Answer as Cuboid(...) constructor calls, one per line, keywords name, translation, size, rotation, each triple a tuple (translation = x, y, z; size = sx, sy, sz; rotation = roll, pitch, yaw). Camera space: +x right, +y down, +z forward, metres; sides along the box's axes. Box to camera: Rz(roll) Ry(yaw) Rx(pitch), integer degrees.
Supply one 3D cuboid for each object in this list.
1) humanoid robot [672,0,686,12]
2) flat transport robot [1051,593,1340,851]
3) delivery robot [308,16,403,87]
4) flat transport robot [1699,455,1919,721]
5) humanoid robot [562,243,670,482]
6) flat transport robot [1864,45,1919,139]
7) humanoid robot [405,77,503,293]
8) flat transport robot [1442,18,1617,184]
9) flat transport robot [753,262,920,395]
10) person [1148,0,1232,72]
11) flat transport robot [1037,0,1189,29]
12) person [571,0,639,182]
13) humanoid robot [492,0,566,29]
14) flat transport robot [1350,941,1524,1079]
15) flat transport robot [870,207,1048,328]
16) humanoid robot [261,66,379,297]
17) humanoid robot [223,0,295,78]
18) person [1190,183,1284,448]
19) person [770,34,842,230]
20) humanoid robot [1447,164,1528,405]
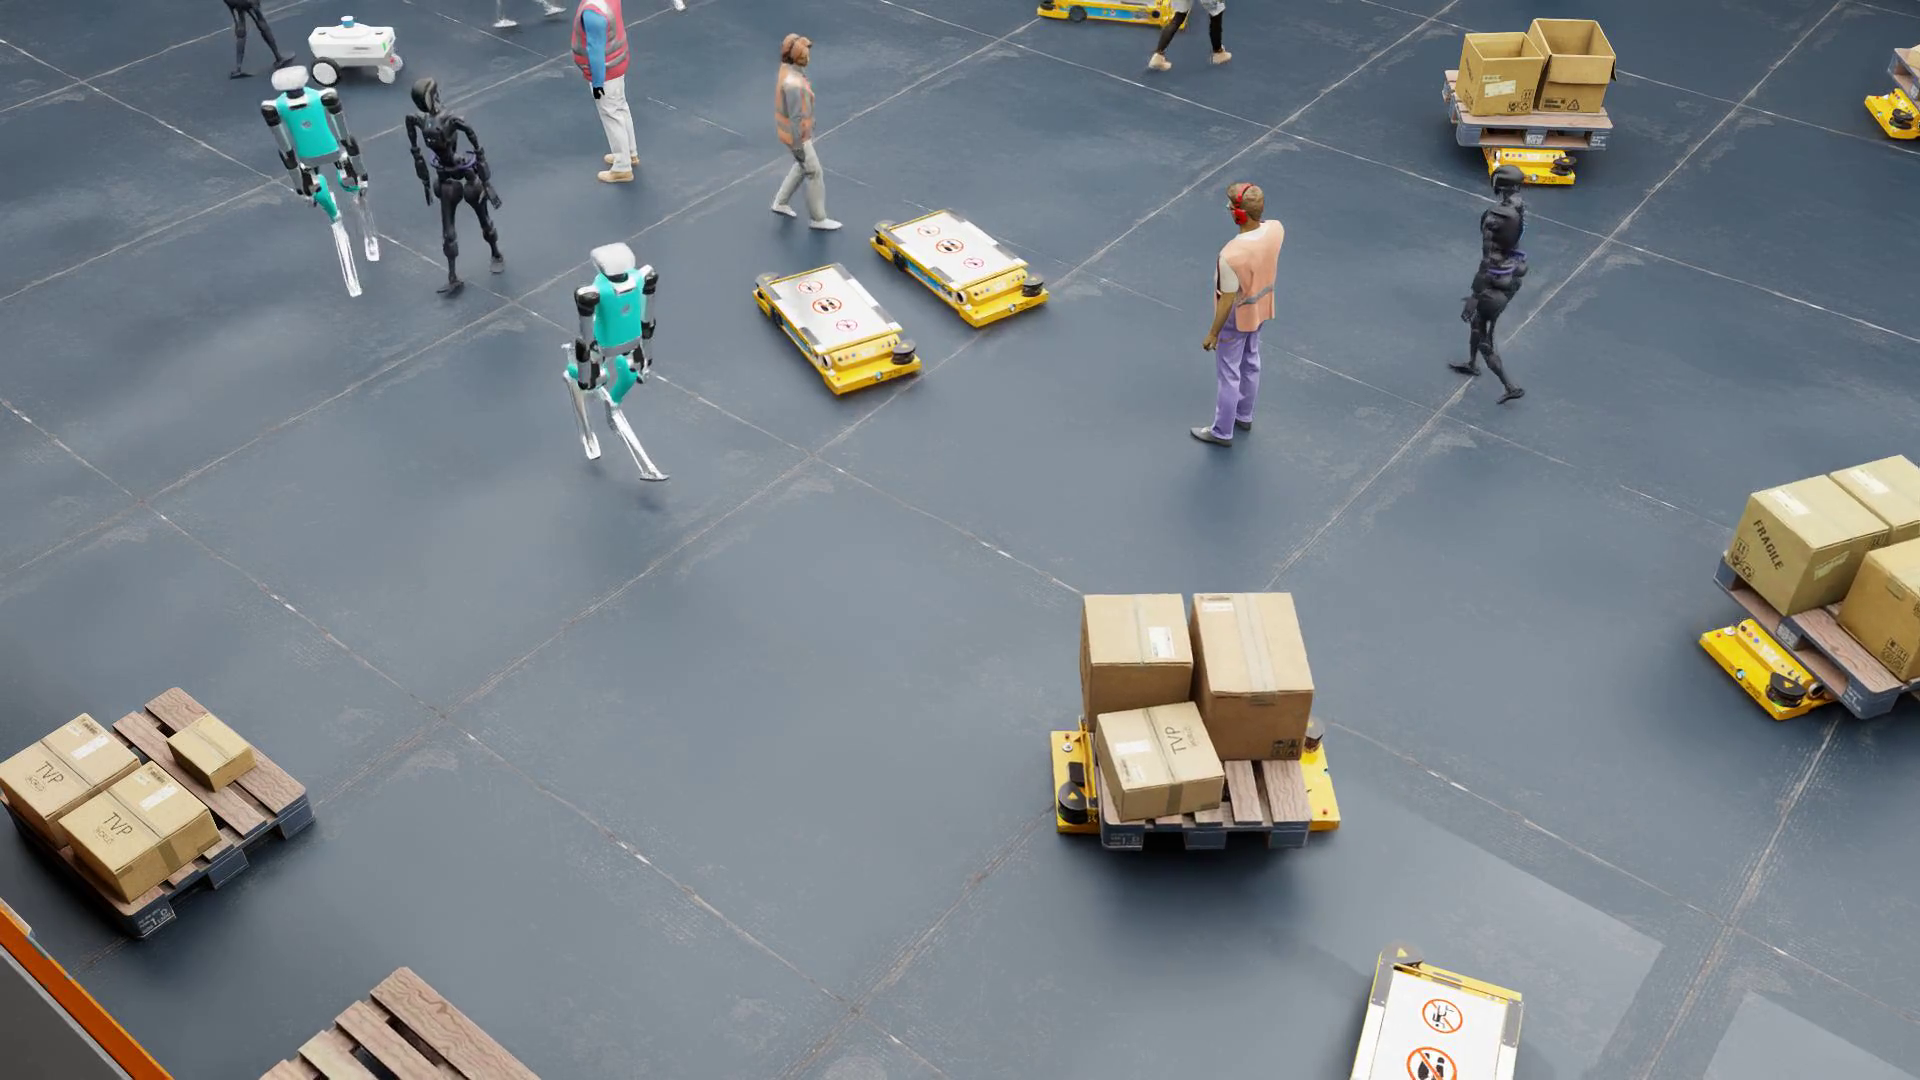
Cuboid(name="humanoid robot", translation=(-2.852, -6.053, 16.037), size=(0.557, 1.736, 0.933), rotation=(-20, 44, -22))
Cuboid(name="flat transport robot", translation=(1.207, 1.214, 8.650), size=(1.431, 0.231, 0.659), rotation=(-1, 40, -1))
Cuboid(name="delivery robot", translation=(-5.509, -4.445, 15.092), size=(0.801, 0.602, 0.499), rotation=(0, 40, 0))
Cuboid(name="flat transport robot", translation=(5.000, 0.572, 9.405), size=(1.431, 0.231, 0.659), rotation=(-13, 42, -15))
Cuboid(name="humanoid robot", translation=(-2.207, -1.133, 10.291), size=(0.554, 1.727, 1.021), rotation=(-30, 49, -30))
Cuboid(name="flat transport robot", translation=(8.708, -3.689, 14.418), size=(1.431, 0.231, 0.659), rotation=(3, 40, 3))
Cuboid(name="humanoid robot", translation=(-3.645, -2.585, 12.047), size=(0.610, 1.628, 0.689), rotation=(8, 41, 9))
Cuboid(name="flat transport robot", translation=(4.757, -3.443, 14.128), size=(0.659, 0.231, 1.431), rotation=(3, 40, 3))
Cuboid(name="flat transport robot", translation=(-0.903, -1.551, 11.903), size=(0.659, 0.231, 1.431), rotation=(-20, 44, -22))
Cuboid(name="person", translation=(2.129, -5.006, 14.897), size=(0.829, 1.658, 0.539), rotation=(-31, 49, -31))
Cuboid(name="flat transport robot", translation=(1.522, -5.276, 16.284), size=(1.431, 0.231, 0.659), rotation=(9, 41, 10))
Cuboid(name="person", translation=(-2.860, -3.771, 13.313), size=(0.431, 1.836, 0.628), rotation=(0, 40, 0))
Cuboid(name="humanoid robot", translation=(-4.245, -5.596, 15.544), size=(0.949, 1.740, 0.562), rotation=(-20, 44, -21))
Cuboid(name="flat transport robot", translation=(2.024, 2.427, 7.223), size=(0.659, 0.231, 1.431), rotation=(14, 42, 16))
Cuboid(name="flat transport robot", translation=(-0.023, -2.085, 12.531), size=(0.659, 0.231, 1.431), rotation=(-24, 46, -26))
Cuboid(name="humanoid robot", translation=(-4.611, -2.718, 12.172), size=(0.582, 1.779, 0.914), rotation=(-8, 41, -9))
Cuboid(name="humanoid robot", translation=(-6.449, -4.968, 14.855), size=(0.612, 1.632, 0.573), rotation=(32, 50, 32))
Cuboid(name="person", translation=(1.772, -1.401, 10.514), size=(0.389, 1.838, 0.562), rotation=(31, 49, 31))
Cuboid(name="person", translation=(-1.218, -3.106, 12.687), size=(0.525, 1.610, 0.540), rotation=(-5, 41, -6))
Cuboid(name="humanoid robot", translation=(3.629, -1.669, 10.997), size=(0.607, 1.645, 0.662), rotation=(-31, 49, -31))
